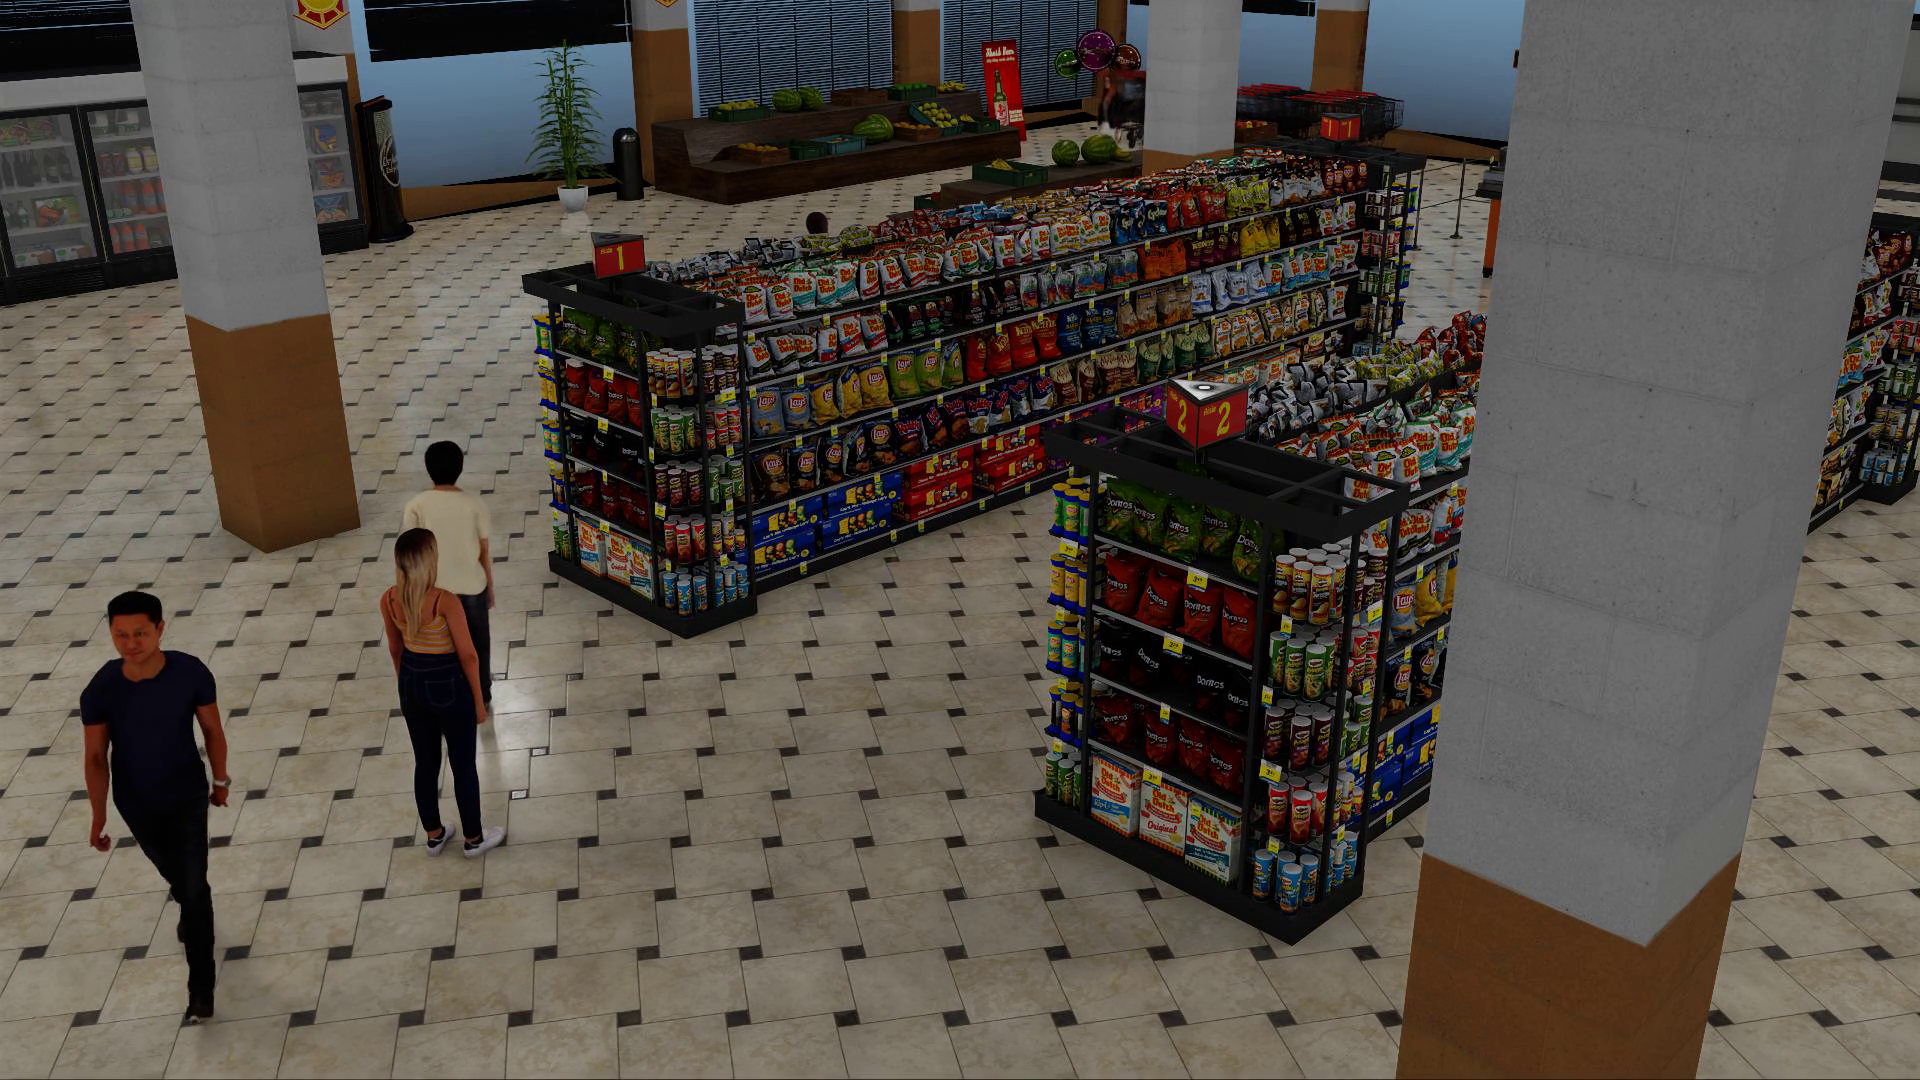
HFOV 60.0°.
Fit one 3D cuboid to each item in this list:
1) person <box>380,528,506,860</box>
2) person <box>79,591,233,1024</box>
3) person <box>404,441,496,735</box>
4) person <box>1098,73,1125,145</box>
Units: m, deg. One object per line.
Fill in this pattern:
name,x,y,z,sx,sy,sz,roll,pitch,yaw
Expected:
person,-2.407,0.712,7.644,0.654,1.629,0.675,5,22,13
person,-3.233,1.002,6.767,1.207,1.745,1.093,-6,23,-16
person,-2.666,0.291,8.792,0.770,1.554,0.794,-11,24,-26
person,2.213,-5.850,23.898,0.803,1.685,0.670,-13,25,-29
